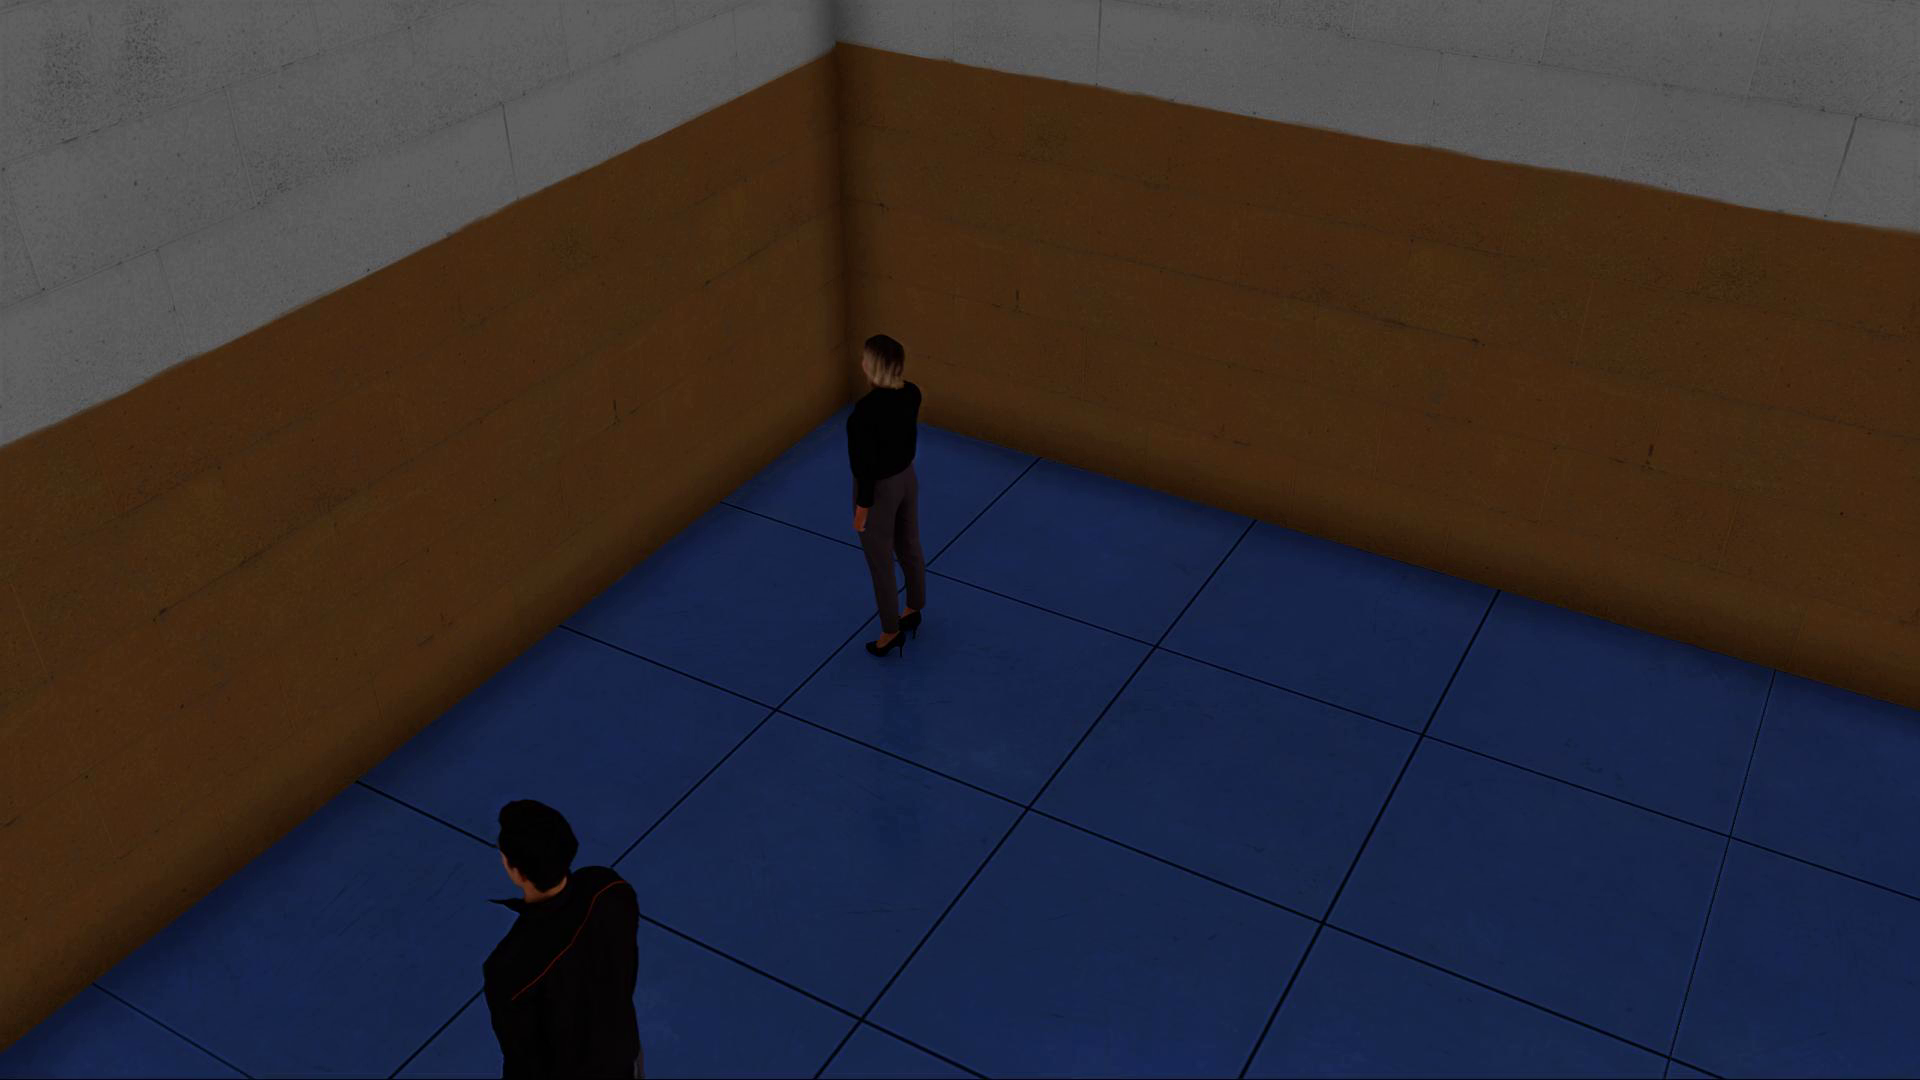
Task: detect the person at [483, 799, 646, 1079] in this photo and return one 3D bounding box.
[{"bbox_3d":[-1.119,1.521,4.912,0.758,1.946,0.522,16,37,22],"label":"person"}]

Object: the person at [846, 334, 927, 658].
[{"bbox_3d":[-0.331,-0.188,7.731,0.668,1.671,0.491,20,39,28],"label":"person"}]
